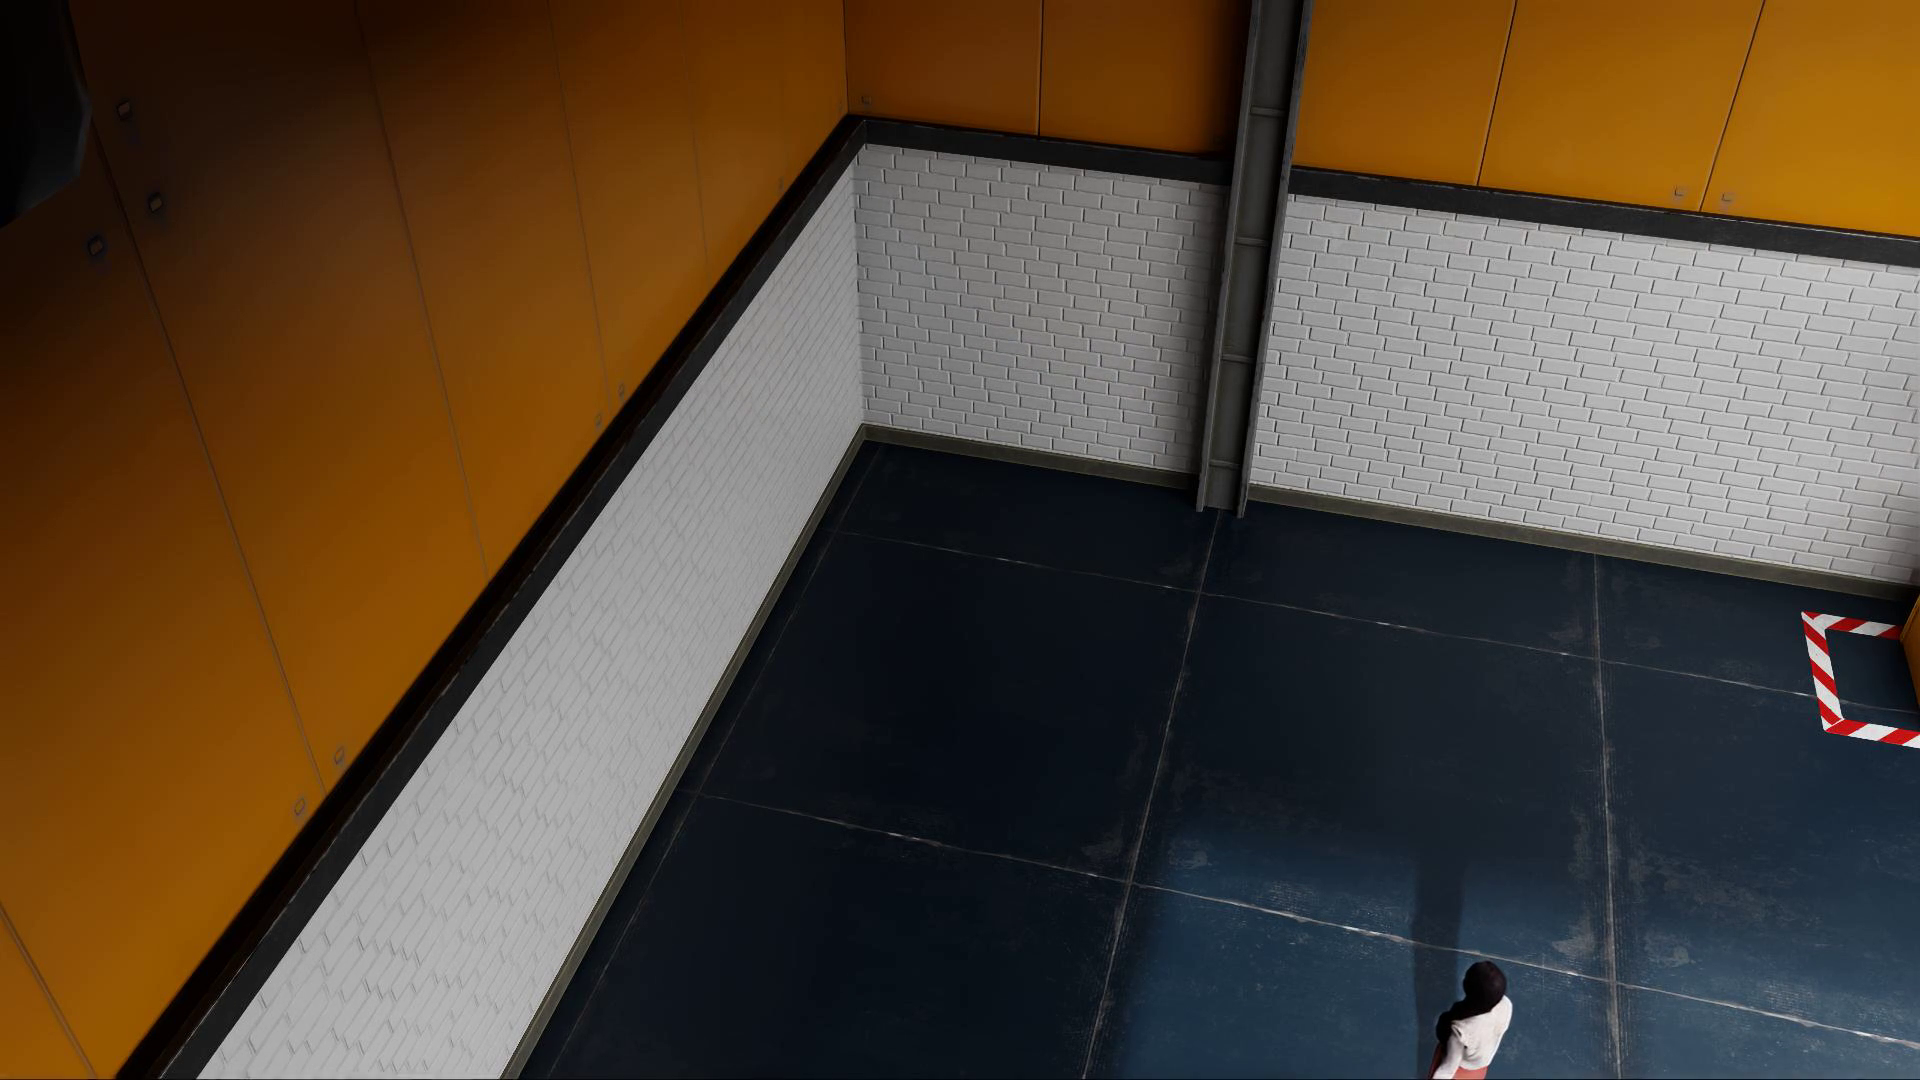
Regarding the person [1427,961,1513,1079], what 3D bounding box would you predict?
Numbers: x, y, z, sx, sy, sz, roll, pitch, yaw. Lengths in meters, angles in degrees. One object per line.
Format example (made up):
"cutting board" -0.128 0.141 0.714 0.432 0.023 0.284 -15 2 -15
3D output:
"person" 2.582 2.780 8.651 0.667 1.751 0.704 -24 45 -27
